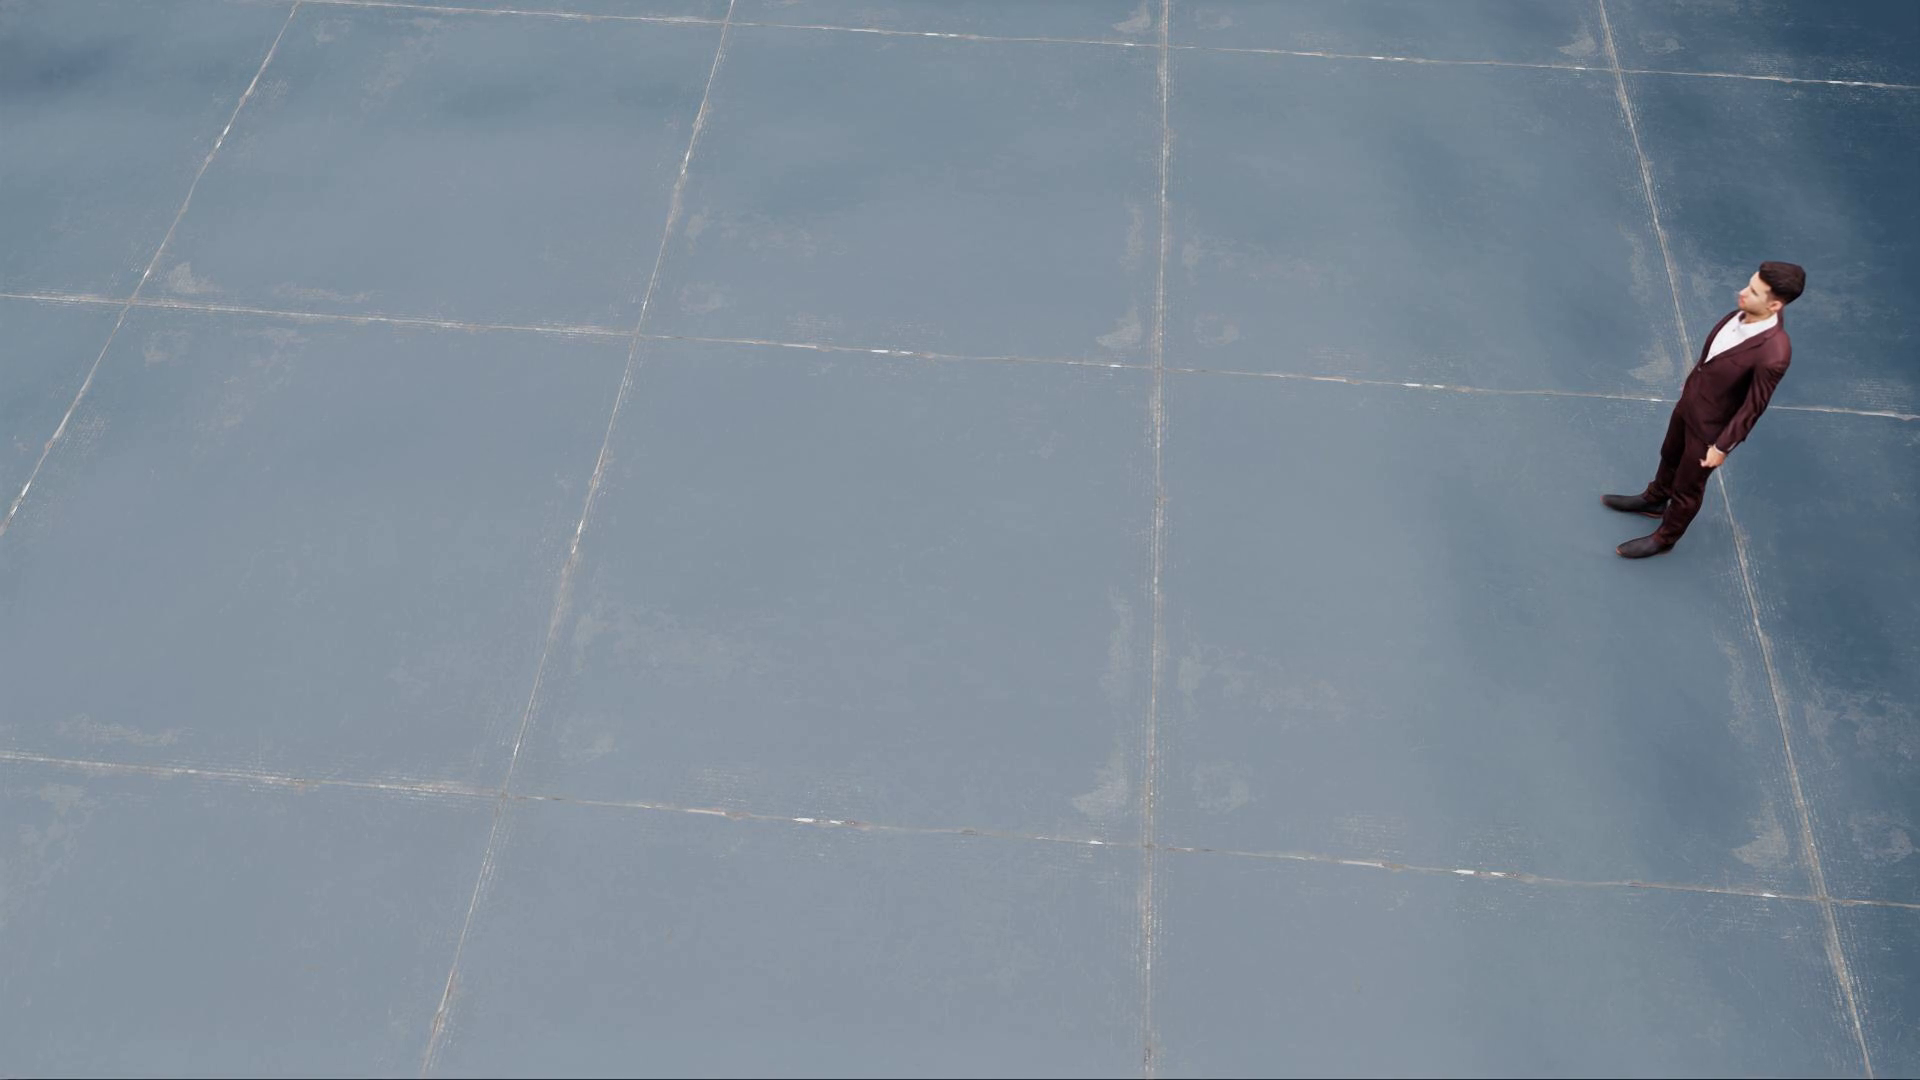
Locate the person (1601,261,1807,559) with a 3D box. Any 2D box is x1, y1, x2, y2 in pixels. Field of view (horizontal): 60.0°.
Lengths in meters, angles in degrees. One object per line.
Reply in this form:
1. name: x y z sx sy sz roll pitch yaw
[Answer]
1. person: 3.595 -0.620 7.934 0.591 1.865 0.675 3 52 2
